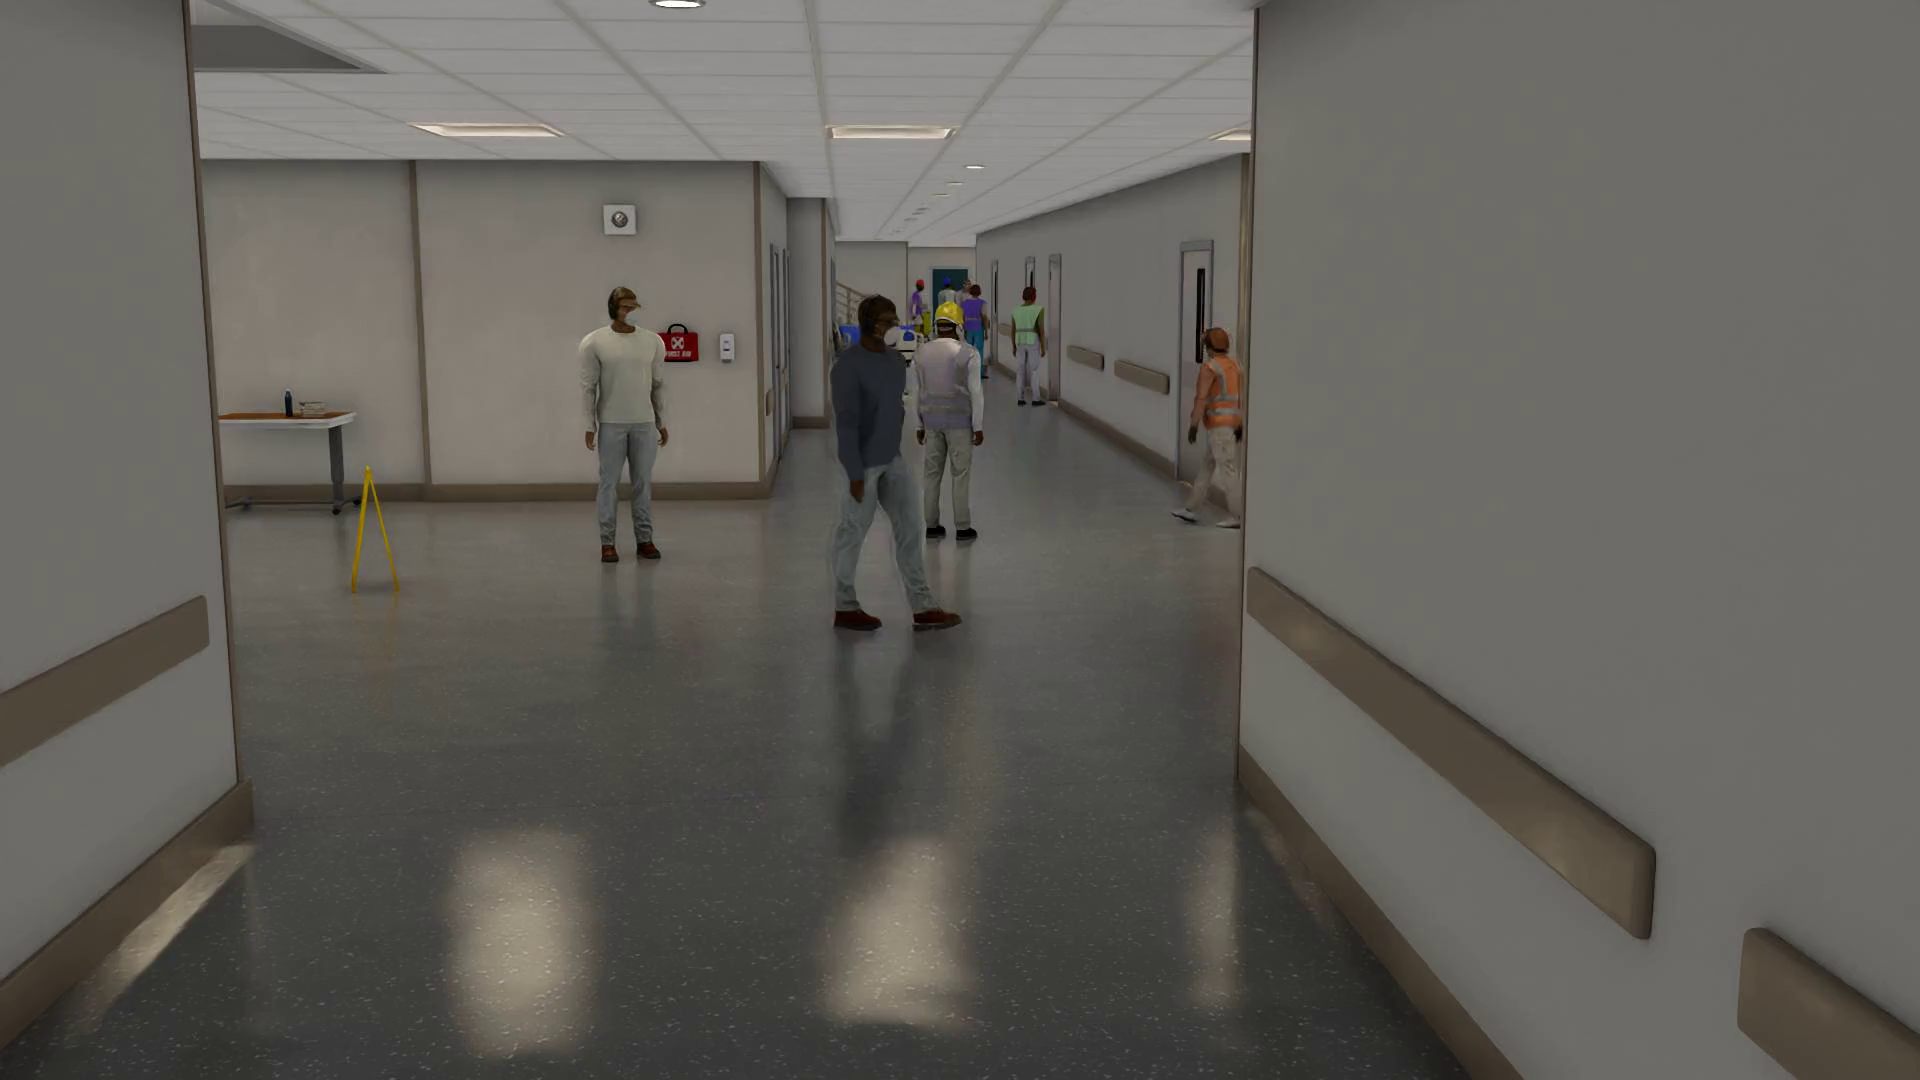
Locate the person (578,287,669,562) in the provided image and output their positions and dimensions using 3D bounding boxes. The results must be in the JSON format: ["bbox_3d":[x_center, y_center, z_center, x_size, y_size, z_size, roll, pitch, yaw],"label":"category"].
[{"bbox_3d":[-2.370,-0.816,11.796,0.636,1.939,0.358,-5,10,-29],"label":"person"}]

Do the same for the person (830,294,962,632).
[{"bbox_3d":[-0.381,-0.401,9.273,0.898,1.907,0.661,6,11,34],"label":"person"}]

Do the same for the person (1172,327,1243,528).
[{"bbox_3d":[2.019,-0.909,13.414,0.777,1.592,0.589,6,11,34],"label":"person"}]

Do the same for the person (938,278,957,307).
[{"bbox_3d":[-0.346,-6.205,45.599,0.605,1.951,0.381,-5,11,-31],"label":"person"}]

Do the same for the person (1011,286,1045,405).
[{"bbox_3d":[1.057,-3.018,25.916,0.564,1.847,0.396,5,10,29],"label":"person"}]

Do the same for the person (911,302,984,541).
[{"bbox_3d":[-0.084,-0.903,12.723,0.590,1.824,0.403,4,10,26],"label":"person"}]

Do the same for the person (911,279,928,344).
[{"bbox_3d":[-1.086,-6.307,46.414,0.906,1.891,0.566,0,9,3],"label":"person"}]

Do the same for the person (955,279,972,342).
[{"bbox_3d":[0.194,-5.978,44.309,0.642,1.908,0.410,-7,11,-35],"label":"person"}]

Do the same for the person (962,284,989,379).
[{"bbox_3d":[0.291,-4.075,32.540,0.566,1.849,0.387,6,11,31],"label":"person"}]
